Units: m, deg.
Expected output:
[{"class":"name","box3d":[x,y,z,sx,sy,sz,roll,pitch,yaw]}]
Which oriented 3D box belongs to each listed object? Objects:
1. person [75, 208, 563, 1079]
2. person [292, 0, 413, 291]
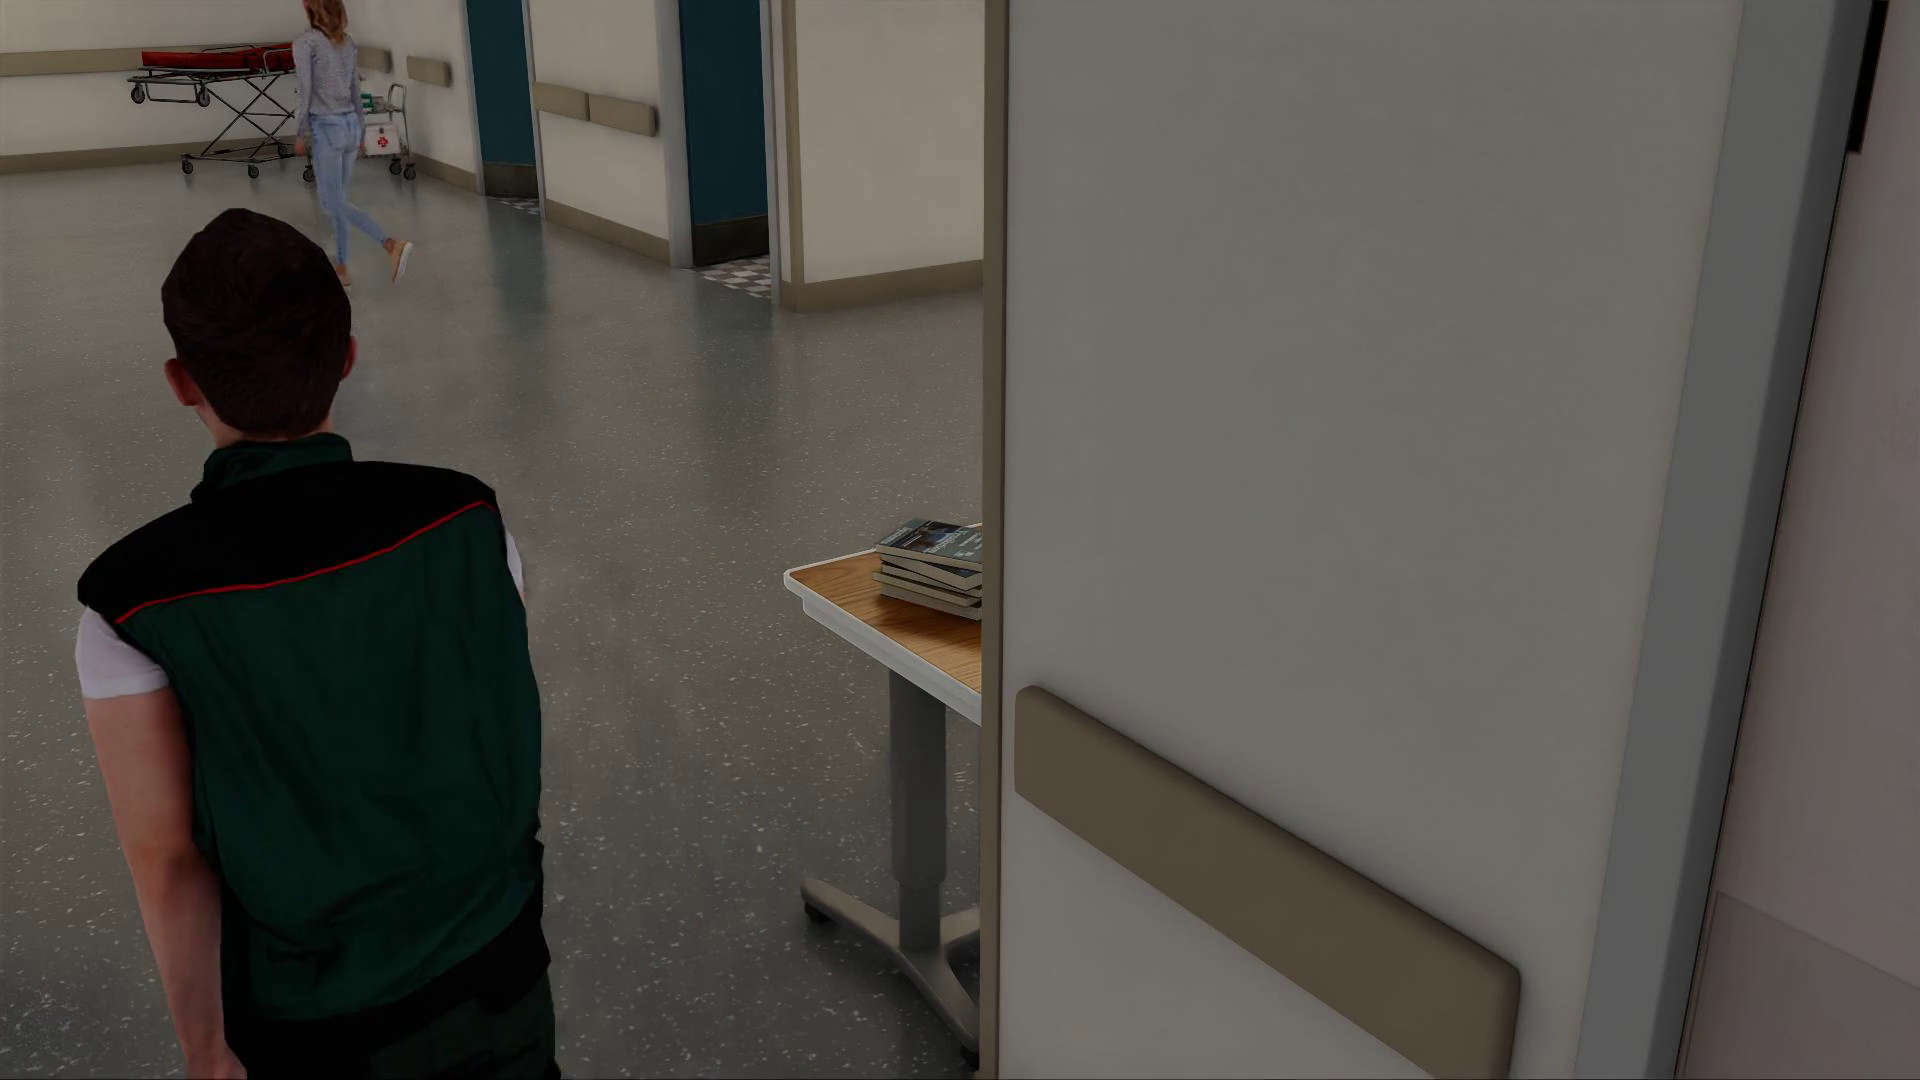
[{"class":"person","box3d":[-0.662,0.560,1.989,0.673,1.793,1.144,-13,24,-30]},{"class":"person","box3d":[-3.518,-2.276,9.499,1.102,1.778,0.945,9,22,22]}]
